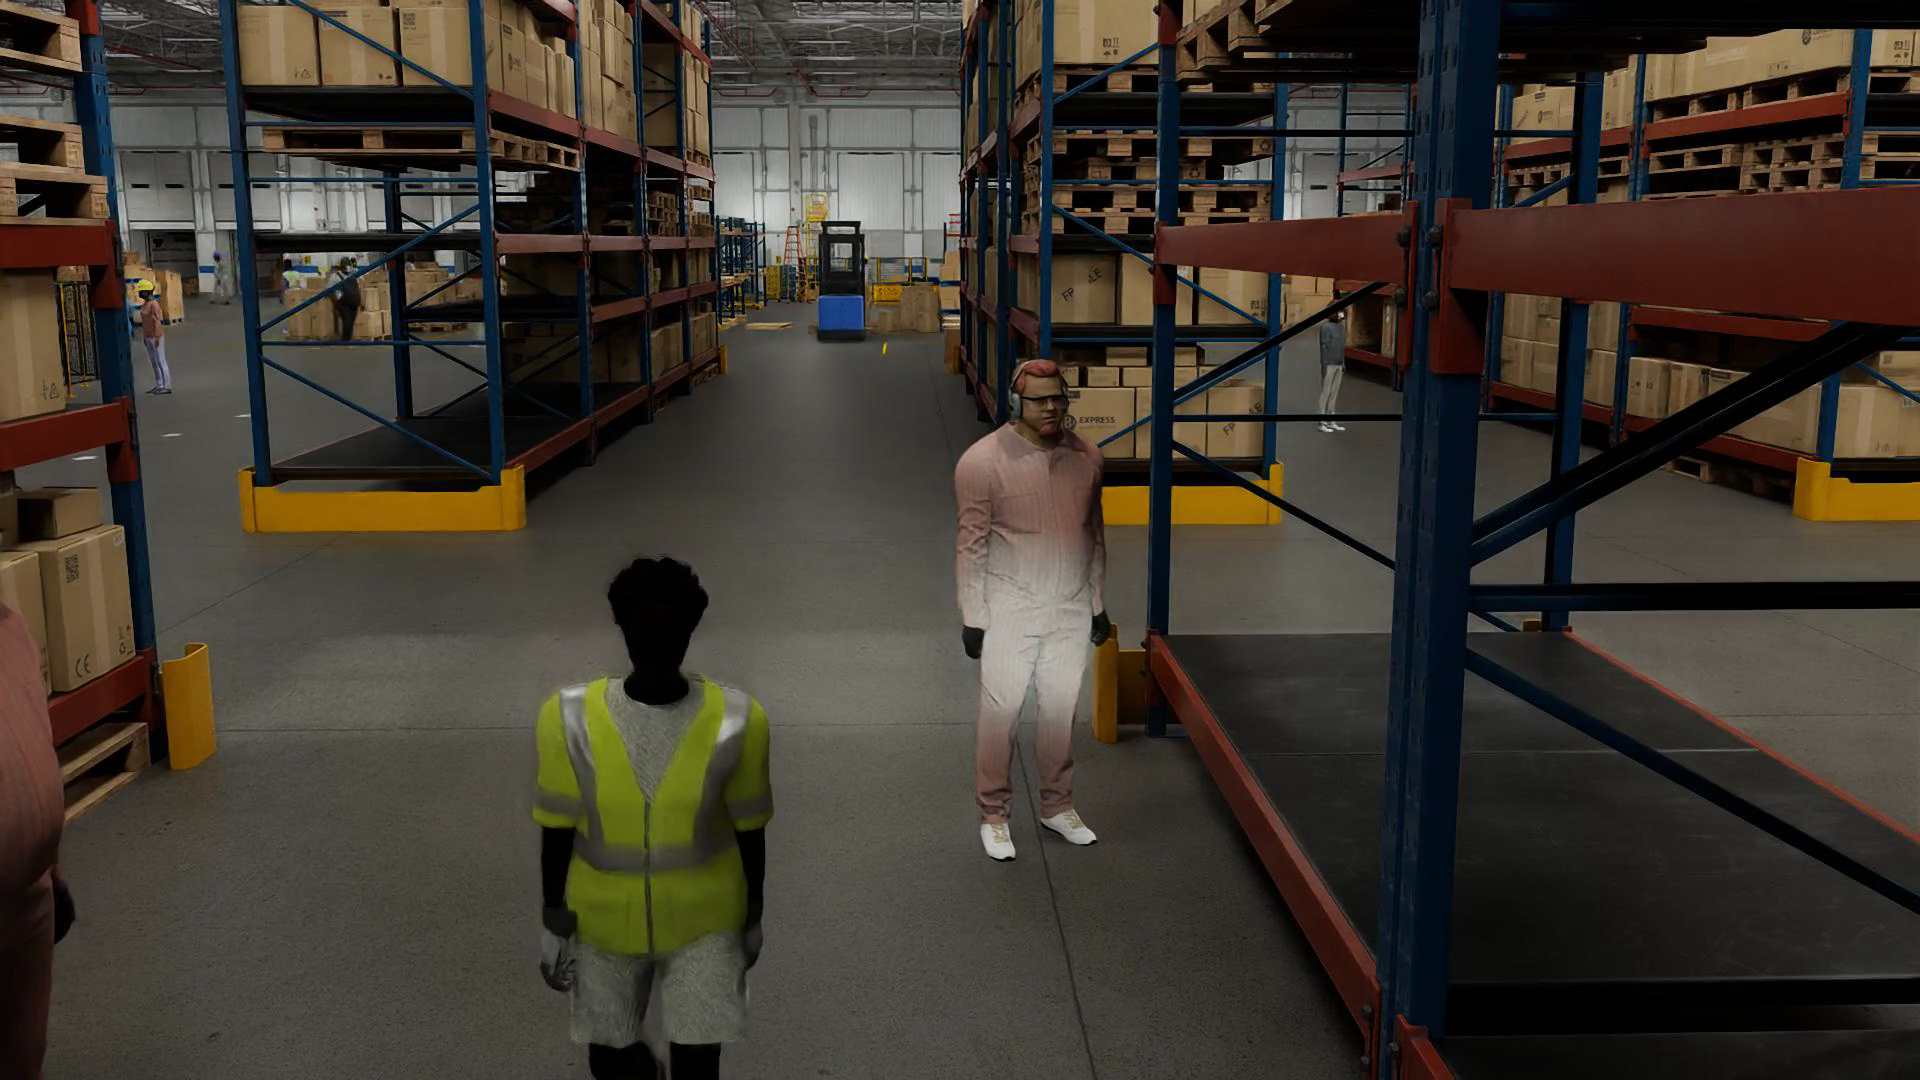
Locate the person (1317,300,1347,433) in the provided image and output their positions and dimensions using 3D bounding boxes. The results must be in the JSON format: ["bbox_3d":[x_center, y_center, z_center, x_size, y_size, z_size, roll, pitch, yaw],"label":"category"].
[{"bbox_3d":[4.611,-2.147,20.553,0.270,1.632,0.508,9,14,42],"label":"person"}]

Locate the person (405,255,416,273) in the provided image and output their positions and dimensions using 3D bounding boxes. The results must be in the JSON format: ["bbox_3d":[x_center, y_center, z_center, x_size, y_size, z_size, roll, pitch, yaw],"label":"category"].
[{"bbox_3d":[-20.654,-9.788,62.598,0.430,1.837,0.620,-6,12,-31],"label":"person"}]

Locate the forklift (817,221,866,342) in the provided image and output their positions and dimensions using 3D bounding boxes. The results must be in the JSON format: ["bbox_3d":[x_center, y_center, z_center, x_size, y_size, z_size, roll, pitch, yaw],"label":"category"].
[{"bbox_3d":[-2.785,-6.087,39.031,1.129,2.768,1.873,0,10,-2],"label":"forklift"}]

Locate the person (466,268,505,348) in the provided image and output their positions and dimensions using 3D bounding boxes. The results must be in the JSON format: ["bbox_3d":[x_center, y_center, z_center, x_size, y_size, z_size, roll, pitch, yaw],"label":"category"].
[{"bbox_3d":[-10.380,-5.111,36.561,0.980,1.820,0.540,-4,11,-21],"label":"person"}]

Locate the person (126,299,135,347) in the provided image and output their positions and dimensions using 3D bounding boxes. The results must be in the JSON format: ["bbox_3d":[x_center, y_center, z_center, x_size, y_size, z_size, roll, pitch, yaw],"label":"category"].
[{"bbox_3d":[-14.188,-3.525,28.073,0.395,1.684,0.554,8,13,39],"label":"person"}]

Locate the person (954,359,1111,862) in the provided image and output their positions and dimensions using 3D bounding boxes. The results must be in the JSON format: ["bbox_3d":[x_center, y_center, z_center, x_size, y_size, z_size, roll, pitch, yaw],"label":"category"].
[{"bbox_3d":[0.301,0.263,6.370,0.655,1.906,0.407,-5,11,-27],"label":"person"}]

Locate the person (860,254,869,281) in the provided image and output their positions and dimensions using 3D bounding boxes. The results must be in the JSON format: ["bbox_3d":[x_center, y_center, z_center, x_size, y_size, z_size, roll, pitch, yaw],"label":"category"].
[{"bbox_3d":[-3.253,-8.746,56.487,0.352,1.929,0.594,-3,11,-15],"label":"person"}]

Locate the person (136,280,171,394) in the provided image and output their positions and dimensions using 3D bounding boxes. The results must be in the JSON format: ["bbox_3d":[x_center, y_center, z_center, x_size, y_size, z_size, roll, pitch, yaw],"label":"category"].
[{"bbox_3d":[-12.475,-3.123,25.656,0.526,1.759,0.347,10,14,43],"label":"person"}]

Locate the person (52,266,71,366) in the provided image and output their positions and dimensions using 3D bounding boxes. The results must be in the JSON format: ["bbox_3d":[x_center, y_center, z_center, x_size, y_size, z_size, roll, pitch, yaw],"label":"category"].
[{"bbox_3d":[-17.062,-4.234,31.283,0.601,1.957,0.371,5,11,26],"label":"person"}]

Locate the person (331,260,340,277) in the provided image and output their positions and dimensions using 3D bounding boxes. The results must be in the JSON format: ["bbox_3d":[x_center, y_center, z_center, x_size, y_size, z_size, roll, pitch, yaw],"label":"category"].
[{"bbox_3d":[-20.588,-8.399,55.133,0.480,1.723,0.406,1,10,3],"label":"person"}]

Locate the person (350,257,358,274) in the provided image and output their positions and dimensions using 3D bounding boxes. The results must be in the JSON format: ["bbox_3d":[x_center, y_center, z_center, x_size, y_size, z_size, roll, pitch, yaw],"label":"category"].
[{"bbox_3d":[-18.135,-7.517,49.800,0.514,1.876,0.328,5,11,24],"label":"person"}]

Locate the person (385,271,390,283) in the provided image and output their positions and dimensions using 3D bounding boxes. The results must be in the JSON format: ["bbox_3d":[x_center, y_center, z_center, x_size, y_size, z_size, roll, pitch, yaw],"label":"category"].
[{"bbox_3d":[-18.842,-8.412,55.309,0.611,1.683,0.386,-1,10,-4],"label":"person"}]

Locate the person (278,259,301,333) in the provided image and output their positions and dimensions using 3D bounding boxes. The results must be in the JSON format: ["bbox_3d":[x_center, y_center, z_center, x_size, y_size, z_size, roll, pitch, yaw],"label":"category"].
[{"bbox_3d":[-17.282,-6.244,42.661,0.883,1.885,0.620,2,10,12],"label":"person"}]

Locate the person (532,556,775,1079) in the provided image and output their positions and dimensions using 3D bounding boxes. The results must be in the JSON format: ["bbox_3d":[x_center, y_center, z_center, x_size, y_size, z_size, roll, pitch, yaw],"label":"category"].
[{"bbox_3d":[-0.683,0.834,3.816,0.530,1.672,0.713,-1,10,-4],"label":"person"}]

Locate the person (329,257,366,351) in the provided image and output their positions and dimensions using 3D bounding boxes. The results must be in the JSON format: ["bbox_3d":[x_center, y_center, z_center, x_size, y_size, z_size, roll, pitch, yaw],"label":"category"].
[{"bbox_3d":[-13.121,-5.095,35.845,0.816,2.000,0.694,5,11,26],"label":"person"}]

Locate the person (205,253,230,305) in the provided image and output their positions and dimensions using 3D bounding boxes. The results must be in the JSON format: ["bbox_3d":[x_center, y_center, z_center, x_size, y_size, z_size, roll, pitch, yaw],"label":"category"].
[{"bbox_3d":[-27.494,-9.634,61.486,0.644,1.905,0.937,10,14,44],"label":"person"}]

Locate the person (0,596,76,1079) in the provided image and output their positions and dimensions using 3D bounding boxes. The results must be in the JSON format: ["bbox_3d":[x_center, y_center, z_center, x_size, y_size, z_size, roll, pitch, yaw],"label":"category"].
[{"bbox_3d":[-2.099,0.782,3.517,0.400,1.900,0.636,0,10,2],"label":"person"}]
